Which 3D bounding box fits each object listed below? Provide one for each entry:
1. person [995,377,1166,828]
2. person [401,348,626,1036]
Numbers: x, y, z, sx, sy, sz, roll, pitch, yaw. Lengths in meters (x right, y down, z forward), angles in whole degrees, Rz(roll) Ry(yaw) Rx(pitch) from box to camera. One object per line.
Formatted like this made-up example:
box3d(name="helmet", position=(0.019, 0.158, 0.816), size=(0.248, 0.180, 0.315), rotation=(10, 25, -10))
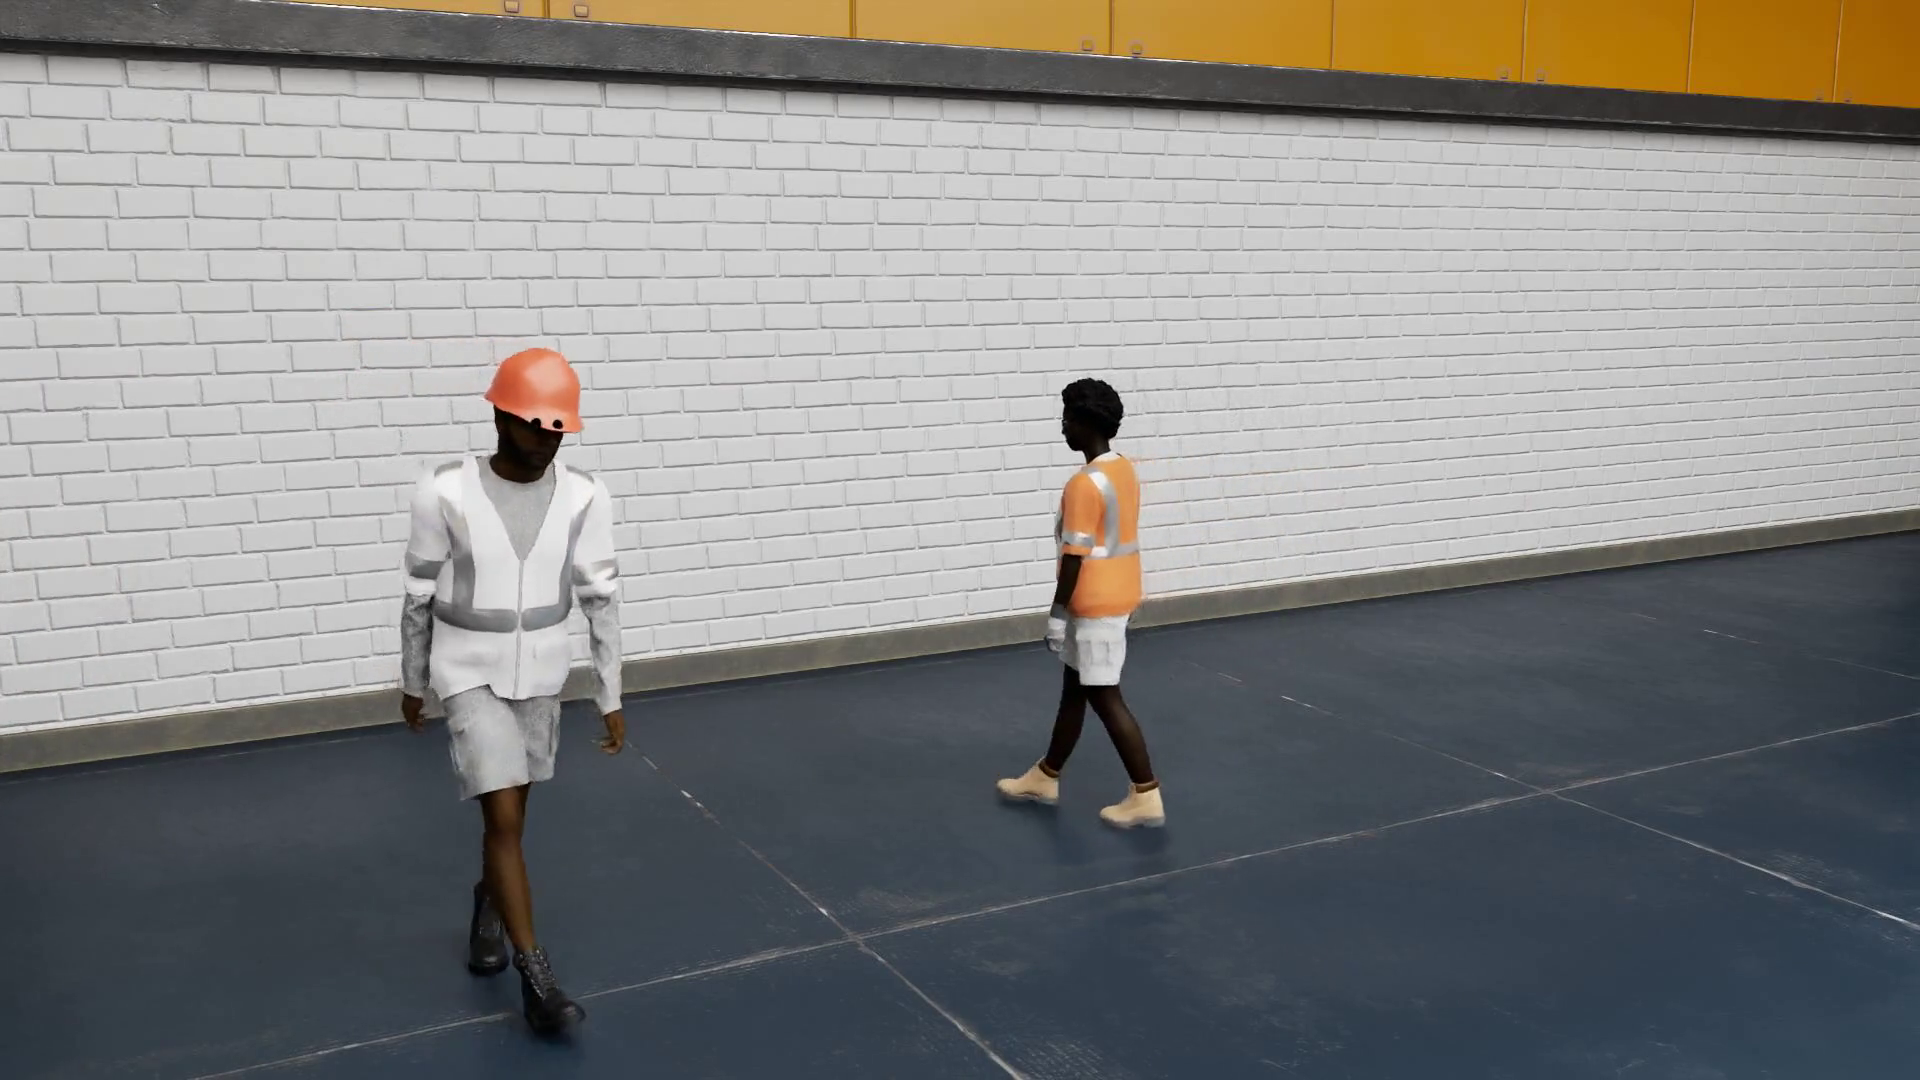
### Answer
box3d(name="person", position=(0.465, 0.234, 6.165), size=(0.716, 1.667, 0.547), rotation=(4, 11, 20))
box3d(name="person", position=(-1.233, 0.399, 4.653), size=(0.554, 1.859, 0.963), rotation=(-6, 12, -33))
